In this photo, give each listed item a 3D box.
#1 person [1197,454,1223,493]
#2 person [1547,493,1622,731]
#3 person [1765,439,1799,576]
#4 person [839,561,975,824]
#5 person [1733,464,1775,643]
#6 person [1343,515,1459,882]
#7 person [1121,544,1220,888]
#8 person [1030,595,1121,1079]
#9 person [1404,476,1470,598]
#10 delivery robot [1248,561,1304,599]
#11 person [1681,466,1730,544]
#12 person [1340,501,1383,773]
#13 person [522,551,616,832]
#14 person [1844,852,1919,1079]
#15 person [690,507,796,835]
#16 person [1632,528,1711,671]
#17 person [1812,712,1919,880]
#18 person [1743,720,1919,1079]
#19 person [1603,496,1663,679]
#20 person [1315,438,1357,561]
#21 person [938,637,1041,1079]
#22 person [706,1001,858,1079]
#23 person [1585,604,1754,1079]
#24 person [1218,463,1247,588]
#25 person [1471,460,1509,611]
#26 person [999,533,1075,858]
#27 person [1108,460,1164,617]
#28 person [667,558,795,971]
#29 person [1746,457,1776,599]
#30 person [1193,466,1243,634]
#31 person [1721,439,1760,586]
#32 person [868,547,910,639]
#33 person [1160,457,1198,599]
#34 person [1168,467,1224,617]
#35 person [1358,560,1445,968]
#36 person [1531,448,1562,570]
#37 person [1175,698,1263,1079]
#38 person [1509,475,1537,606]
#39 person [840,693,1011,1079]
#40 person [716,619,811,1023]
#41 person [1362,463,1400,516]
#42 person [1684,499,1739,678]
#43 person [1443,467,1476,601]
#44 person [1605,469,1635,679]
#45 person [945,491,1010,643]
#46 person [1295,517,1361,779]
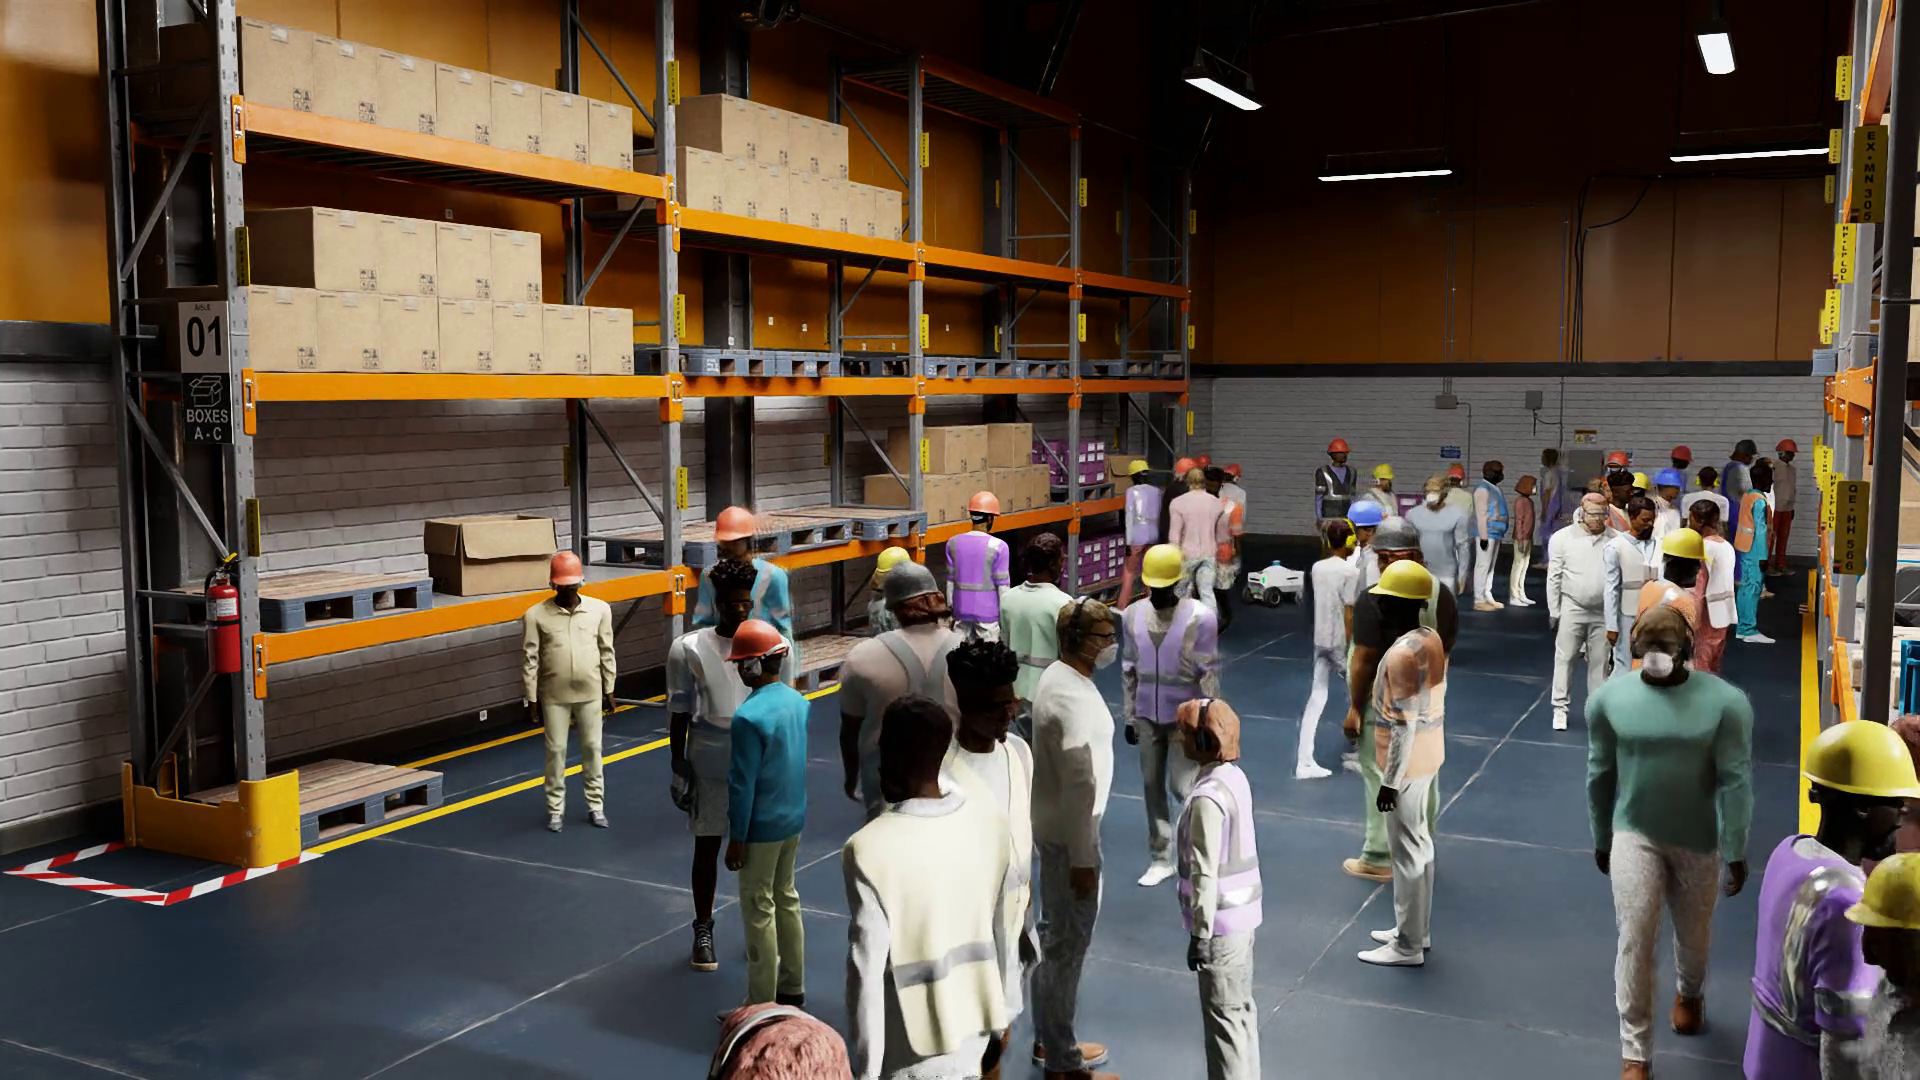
[{"bbox_3d":[3.575,-0.394,24.478,0.559,1.744,0.333,3,6,32],"label":"person"},{"bbox_3d":[5.001,0.575,13.232,0.641,1.905,0.401,1,5,6],"label":"person"},{"bbox_3d":[11.864,-0.466,24.007,0.617,1.986,0.406,-3,6,-28],"label":"person"},{"bbox_3d":[-0.199,1.042,7.460,0.681,2.000,0.983,-1,5,-11],"label":"person"},{"bbox_3d":[8.524,0.138,17.845,0.392,1.920,0.593,1,5,10],"label":"person"},{"bbox_3d":[2.417,0.868,9.334,0.681,2.000,0.535,-3,6,-31],"label":"person"},{"bbox_3d":[1.177,0.953,9.168,0.624,1.896,0.585,4,6,35],"label":"person"},{"bbox_3d":[0.445,1.180,6.542,0.369,1.936,0.630,0,5,-2],"label":"person"},{"bbox_3d":[4.511,0.340,15.831,0.651,1.882,1.003,3,6,27],"label":"person"},{"bbox_3d":[3.935,0.498,20.698,0.707,0.478,0.477,-4,7,-31],"label":"delivery robot"},{"bbox_3d":[8.283,0.107,18.521,0.564,1.852,0.431,3,6,30],"label":"person"},{"bbox_3d":[2.904,0.687,11.854,0.413,1.939,0.608,1,5,10],"label":"person"},{"bbox_3d":[-2.407,0.930,10.277,0.574,1.740,0.348,-2,6,-23],"label":"person"},{"bbox_3d":[2.104,1.547,3.699,0.352,1.733,0.484,0,5,1],"label":"person"},{"bbox_3d":[-1.420,0.799,10.271,0.640,1.993,1.009,3,6,27],"label":"person"},{"bbox_3d":[4.208,0.882,9.872,0.405,1.918,0.582,0,5,1],"label":"person"},{"bbox_3d":[2.641,1.401,4.614,0.653,1.846,0.997,2,6,17],"label":"person"},{"bbox_3d":[2.216,1.405,4.236,0.391,1.918,0.591,1,6,15],"label":"person"},{"bbox_3d":[5.197,0.609,12.851,0.600,1.908,0.396,-3,6,-28],"label":"person"},{"bbox_3d":[5.038,-0.334,22.227,0.615,2.047,0.357,-2,6,-18],"label":"person"},{"bbox_3d":[0.049,1.277,5.416,0.376,1.958,0.608,4,7,38],"label":"person"},{"bbox_3d":[-0.251,1.593,2.338,0.658,1.893,0.400,-4,7,-38],"label":"person"},{"bbox_3d":[2.855,1.184,6.734,0.634,1.905,0.968,3,6,26],"label":"person"},{"bbox_3d":[3.551,-0.173,22.274,0.559,1.716,0.792,2,6,23],"label":"person"},{"bbox_3d":[6.485,-0.055,20.343,0.429,1.840,0.631,3,6,33],"label":"person"},{"bbox_3d":[0.465,0.917,9.472,0.392,1.917,0.593,-5,7,-44],"label":"person"},{"bbox_3d":[2.076,-0.006,19.563,0.633,1.886,0.766,-3,6,-31],"label":"person"},{"bbox_3d":[-1.068,1.053,7.837,0.611,1.956,0.368,-1,5,-14],"label":"person"},{"bbox_3d":[10.309,-0.152,21.426,0.514,1.842,0.356,-4,7,-38],"label":"person"},{"bbox_3d":[2.698,0.155,17.669,0.636,1.927,0.826,2,6,19],"label":"person"},{"bbox_3d":[10.740,-0.386,22.827,0.537,2.000,0.701,1,5,10],"label":"person"},{"bbox_3d":[-0.412,0.911,10.456,0.296,1.744,0.486,-3,6,-27],"label":"person"},{"bbox_3d":[2.513,0.024,18.925,0.481,1.943,0.657,-1,5,-14],"label":"person"},{"bbox_3d":[2.402,0.192,17.338,0.644,1.897,0.921,-2,6,-17],"label":"person"},{"bbox_3d":[2.112,1.054,7.920,0.357,1.930,0.591,3,6,26],"label":"person"},{"bbox_3d":[8.792,-0.446,24.574,0.590,1.834,0.518,3,6,32],"label":"person"},{"bbox_3d":[0.931,1.382,6.006,0.324,1.631,0.520,2,6,20],"label":"person"},{"bbox_3d":[7.042,0.008,20.760,0.268,1.631,0.507,4,7,35],"label":"person"},{"bbox_3d":[-0.027,1.383,4.600,0.602,1.900,0.655,-5,7,-44],"label":"person"},{"bbox_3d":[-0.861,1.213,7.235,0.353,1.739,0.574,2,6,21],"label":"person"},{"bbox_3d":[5.189,-0.059,20.637,0.590,1.800,0.753,-5,7,-44],"label":"person"},{"bbox_3d":[5.582,0.649,12.421,0.398,1.909,0.599,5,7,44],"label":"person"},{"bbox_3d":[6.283,-0.063,21.055,0.556,1.714,0.802,4,7,36],"label":"person"},{"bbox_3d":[6.180,0.318,15.655,0.367,1.966,0.605,5,7,43],"label":"person"},{"bbox_3d":[0.155,0.580,13.070,0.549,1.925,0.384,3,6,26],"label":"person"},{"bbox_3d":[2.722,0.756,11.722,0.929,1.821,0.513,-3,6,-31],"label":"person"}]
